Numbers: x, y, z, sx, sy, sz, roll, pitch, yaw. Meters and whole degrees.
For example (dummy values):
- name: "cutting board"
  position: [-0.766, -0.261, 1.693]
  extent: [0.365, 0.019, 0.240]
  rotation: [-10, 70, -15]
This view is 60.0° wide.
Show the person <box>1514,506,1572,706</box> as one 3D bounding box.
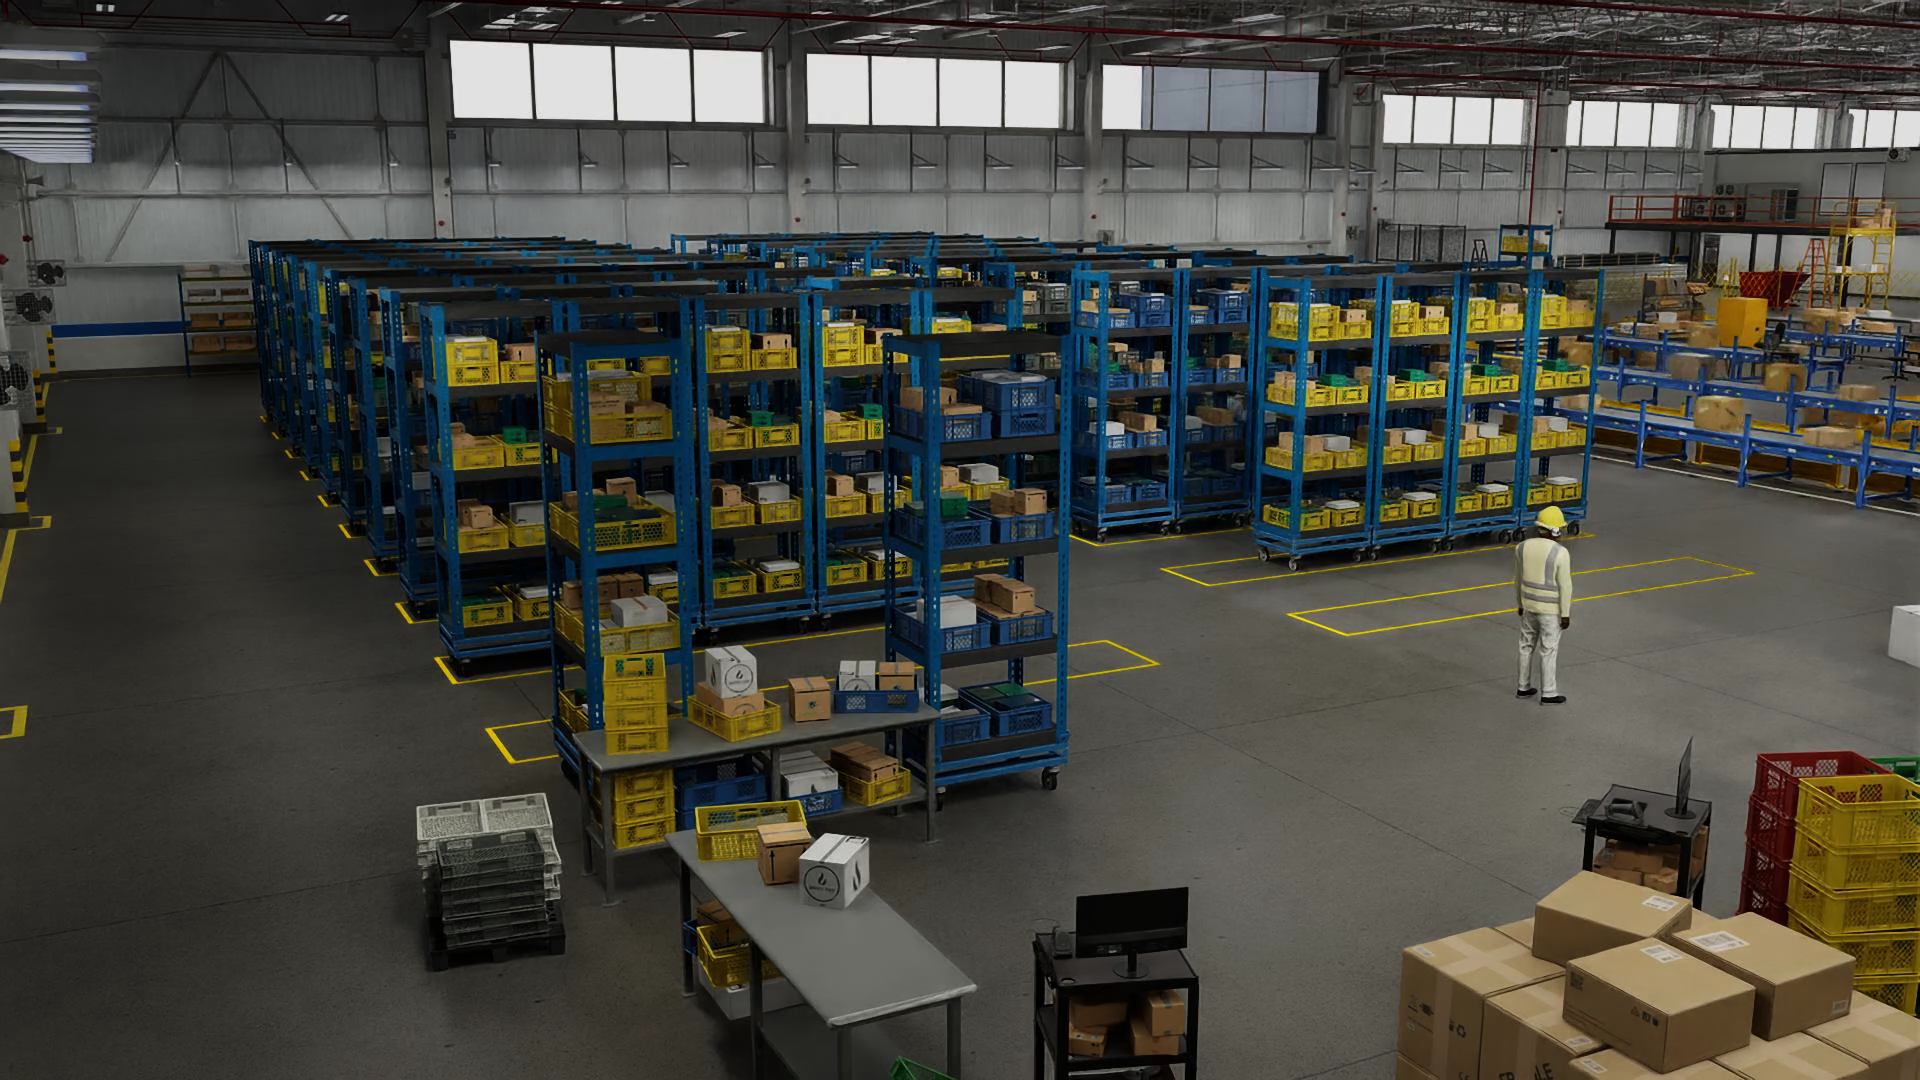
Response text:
- name: "person"
  position: [5.338, 0.596, 15.187]
  extent: [0.403, 1.835, 0.588]
  rotation: [-7, 14, -31]

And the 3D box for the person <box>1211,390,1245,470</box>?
- name: "person"
  position: [4.015, -1.527, 24.982]
  extent: [1.014, 1.898, 0.634]
  rotation: [-8, 15, -34]

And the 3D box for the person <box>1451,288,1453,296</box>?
- name: "person"
  position: [13.648, -6.257, 46.788]
  extent: [0.626, 2.023, 0.526]
  rotation: [5, 13, 21]

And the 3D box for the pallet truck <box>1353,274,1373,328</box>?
- name: "pallet truck"
  position: [13.011, -8.050, 55.243]
  extent: [0.823, 1.965, 1.885]
  rotation: [-7, 14, -28]

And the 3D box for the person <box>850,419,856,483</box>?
- name: "person"
  position: [-1.407, -1.224, 23.709]
  extent: [0.570, 1.833, 0.557]
  rotation: [-2, 12, -8]
